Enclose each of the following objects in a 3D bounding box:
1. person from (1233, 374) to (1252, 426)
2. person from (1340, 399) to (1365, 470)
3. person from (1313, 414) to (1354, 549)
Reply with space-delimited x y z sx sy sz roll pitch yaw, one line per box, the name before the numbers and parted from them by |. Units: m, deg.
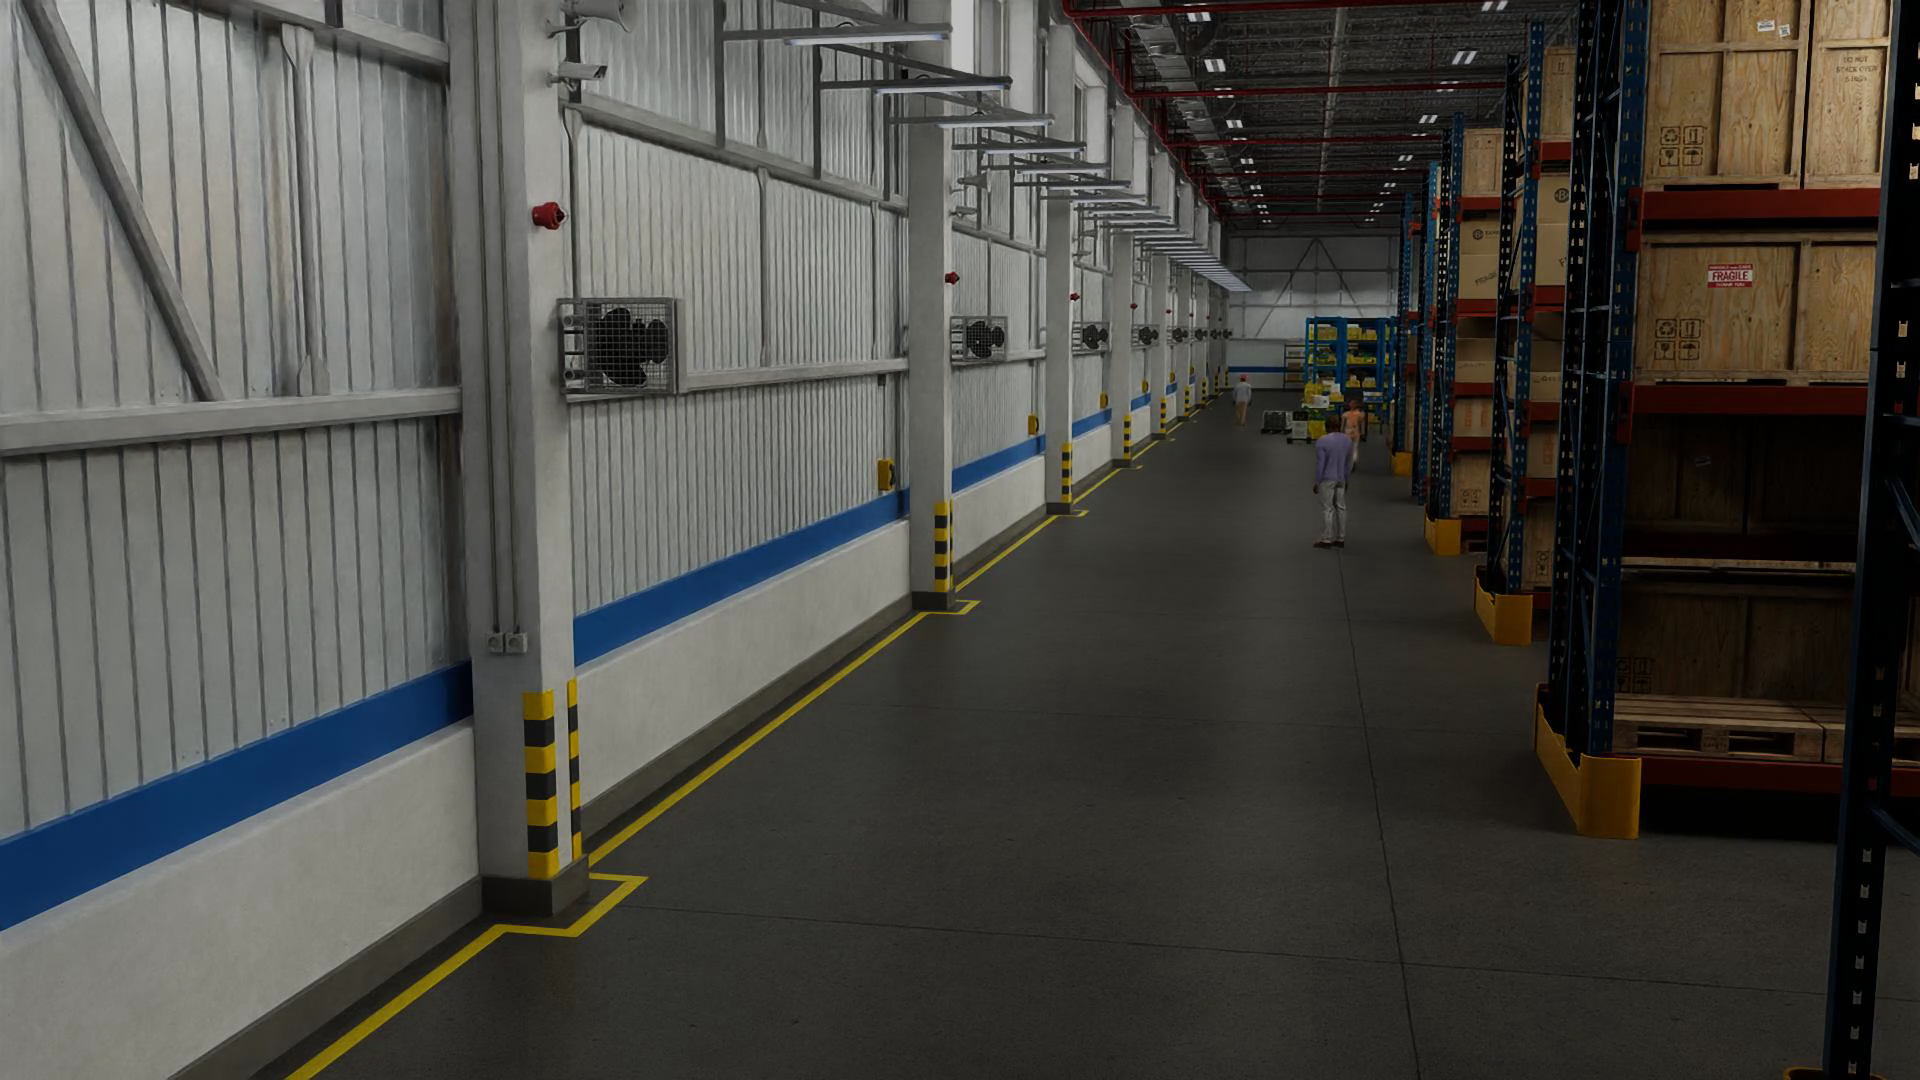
person | 9.373 -4.637 55.114 0.602 1.712 0.820 2 7 15
person | 8.688 -2.304 36.835 0.541 1.623 0.469 1 7 10
person | 5.329 -0.838 23.836 0.631 1.940 0.372 -4 8 -27
